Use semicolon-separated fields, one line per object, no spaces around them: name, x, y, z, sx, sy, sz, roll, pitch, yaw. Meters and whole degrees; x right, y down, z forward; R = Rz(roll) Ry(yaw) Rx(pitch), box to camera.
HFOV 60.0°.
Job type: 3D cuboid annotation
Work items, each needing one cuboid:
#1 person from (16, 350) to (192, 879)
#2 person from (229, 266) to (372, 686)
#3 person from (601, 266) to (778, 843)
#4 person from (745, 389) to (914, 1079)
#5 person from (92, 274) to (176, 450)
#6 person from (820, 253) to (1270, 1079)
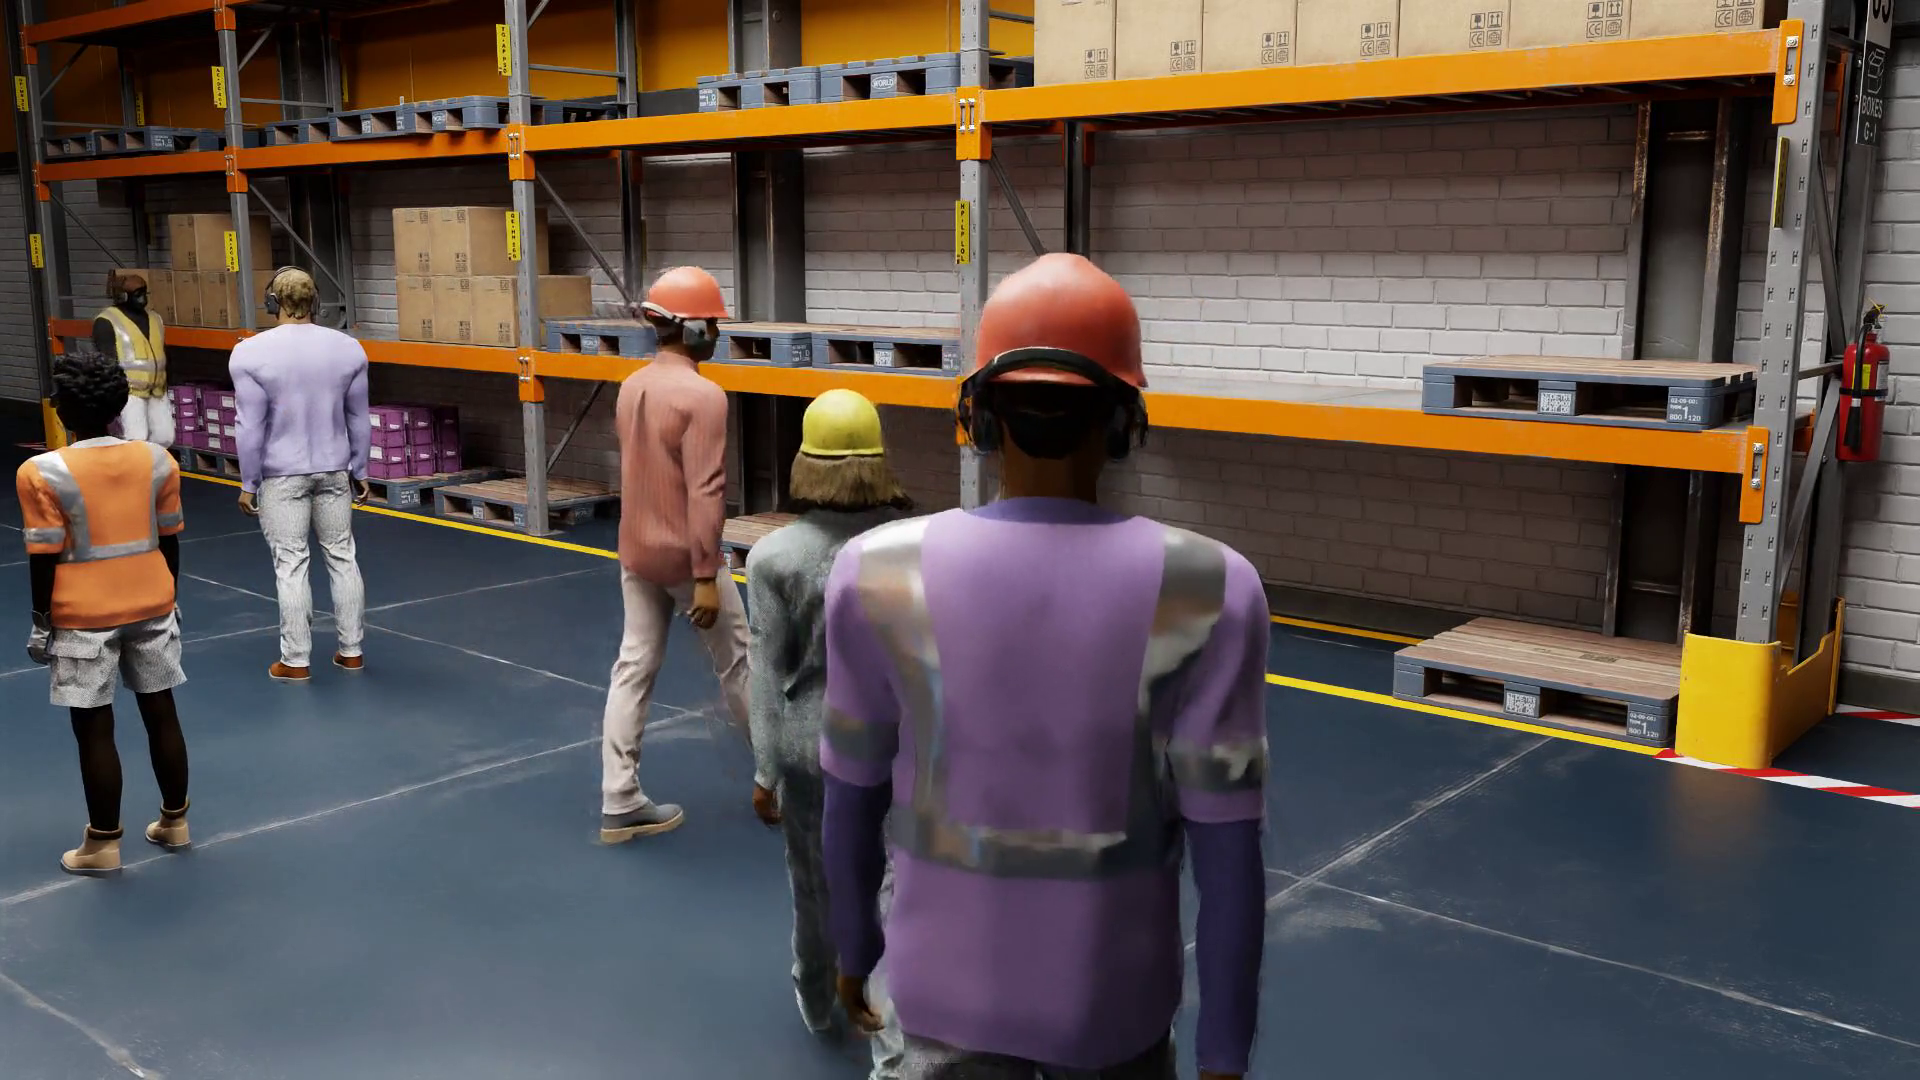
person;-2.758;0.239;5.392;0.317;1.700;0.539;6;12;31
person;-3.047;-0.294;7.743;0.635;1.938;0.359;-9;14;-43
person;-0.880;0.038;5.810;0.981;1.946;0.652;-9;14;-43
person;-0.254;0.489;3.972;0.498;1.695;0.895;-2;10;-11
person;-6.450;-1.163;13.005;0.541;1.825;0.634;4;11;23
person;0.110;0.600;2.455;0.622;2.001;0.948;0;10;3
